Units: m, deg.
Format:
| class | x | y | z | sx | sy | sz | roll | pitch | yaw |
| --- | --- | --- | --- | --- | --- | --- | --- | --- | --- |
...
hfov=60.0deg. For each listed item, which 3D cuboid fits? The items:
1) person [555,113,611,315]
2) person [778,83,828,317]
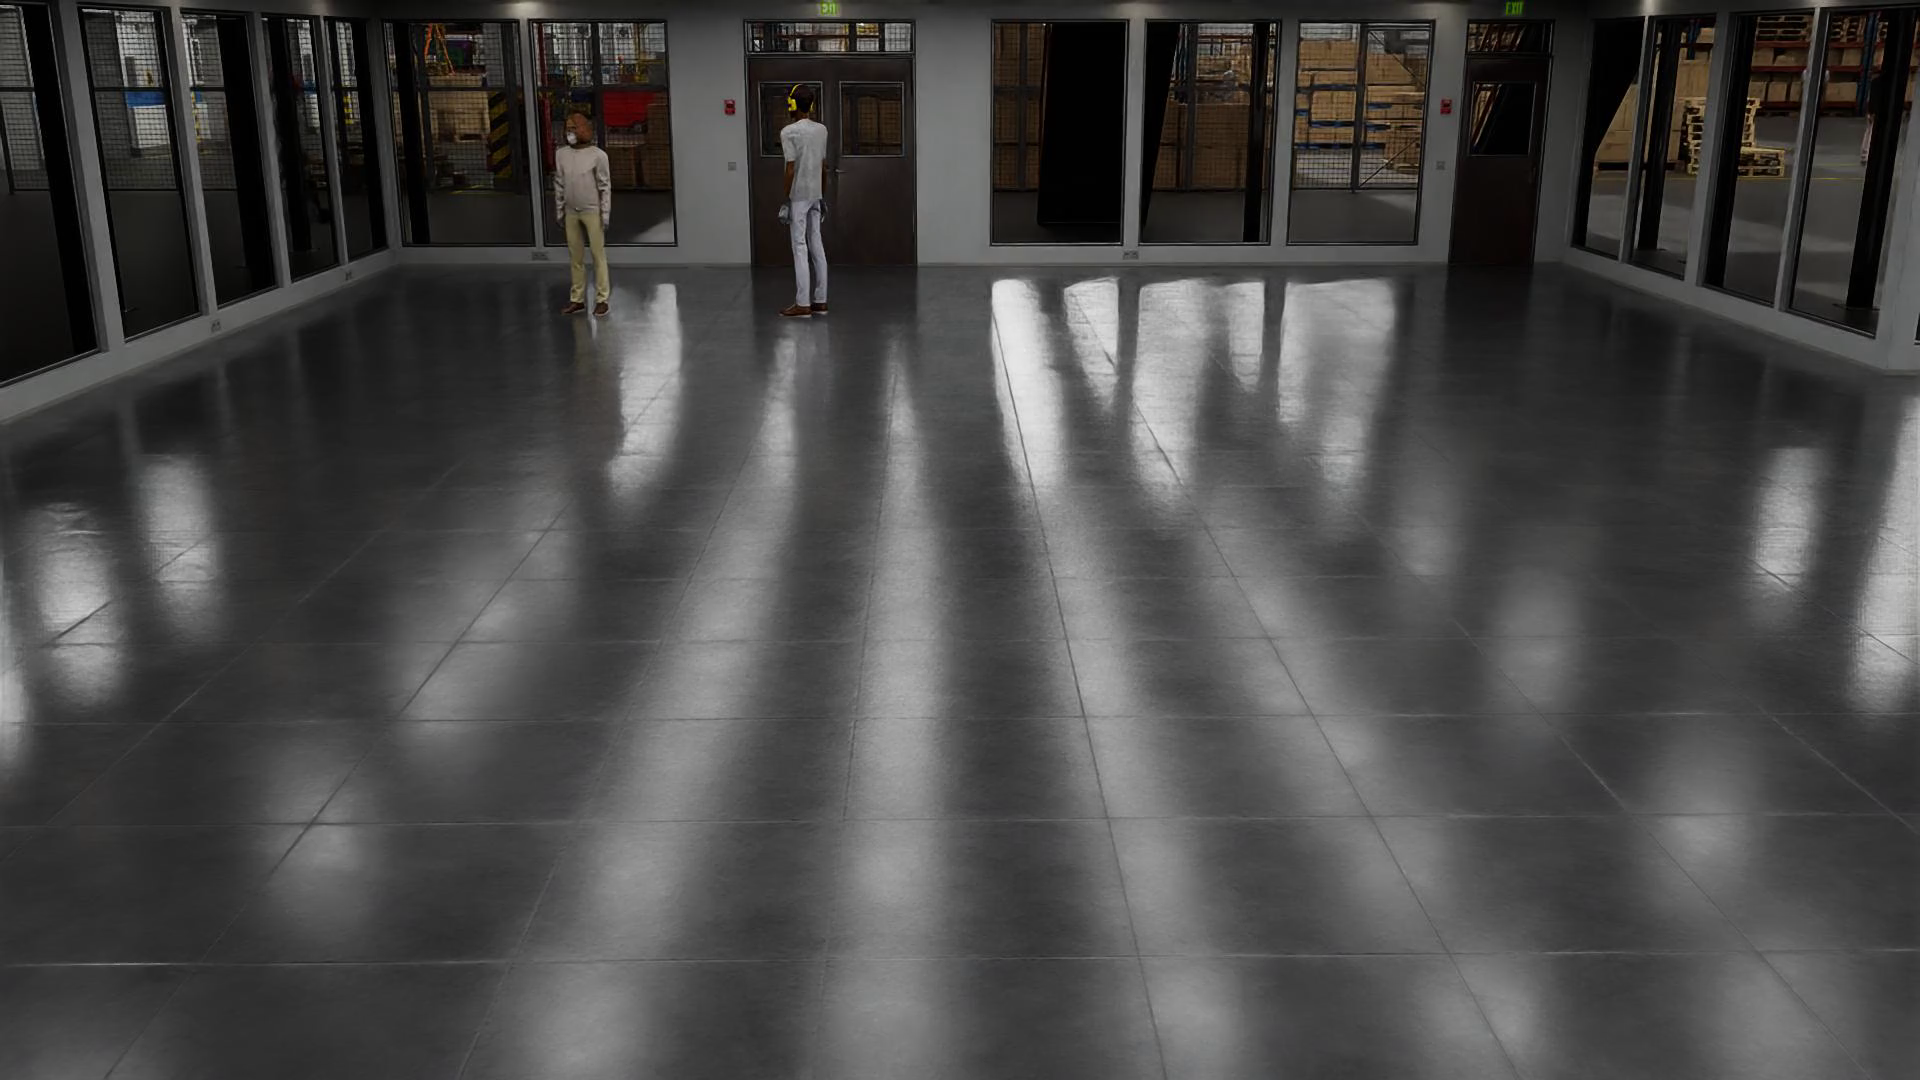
| class | x | y | z | sx | sy | sz | roll | pitch | yaw |
| --- | --- | --- | --- | --- | --- | --- | --- | --- | --- |
| person | -3.091 | -2.664 | 13.643 | 0.498 | 1.633 | 0.285 | 6 | 17 | 19 |
| person | -1.285 | -2.760 | 13.564 | 0.321 | 1.871 | 0.532 | 12 | 20 | 36 |
